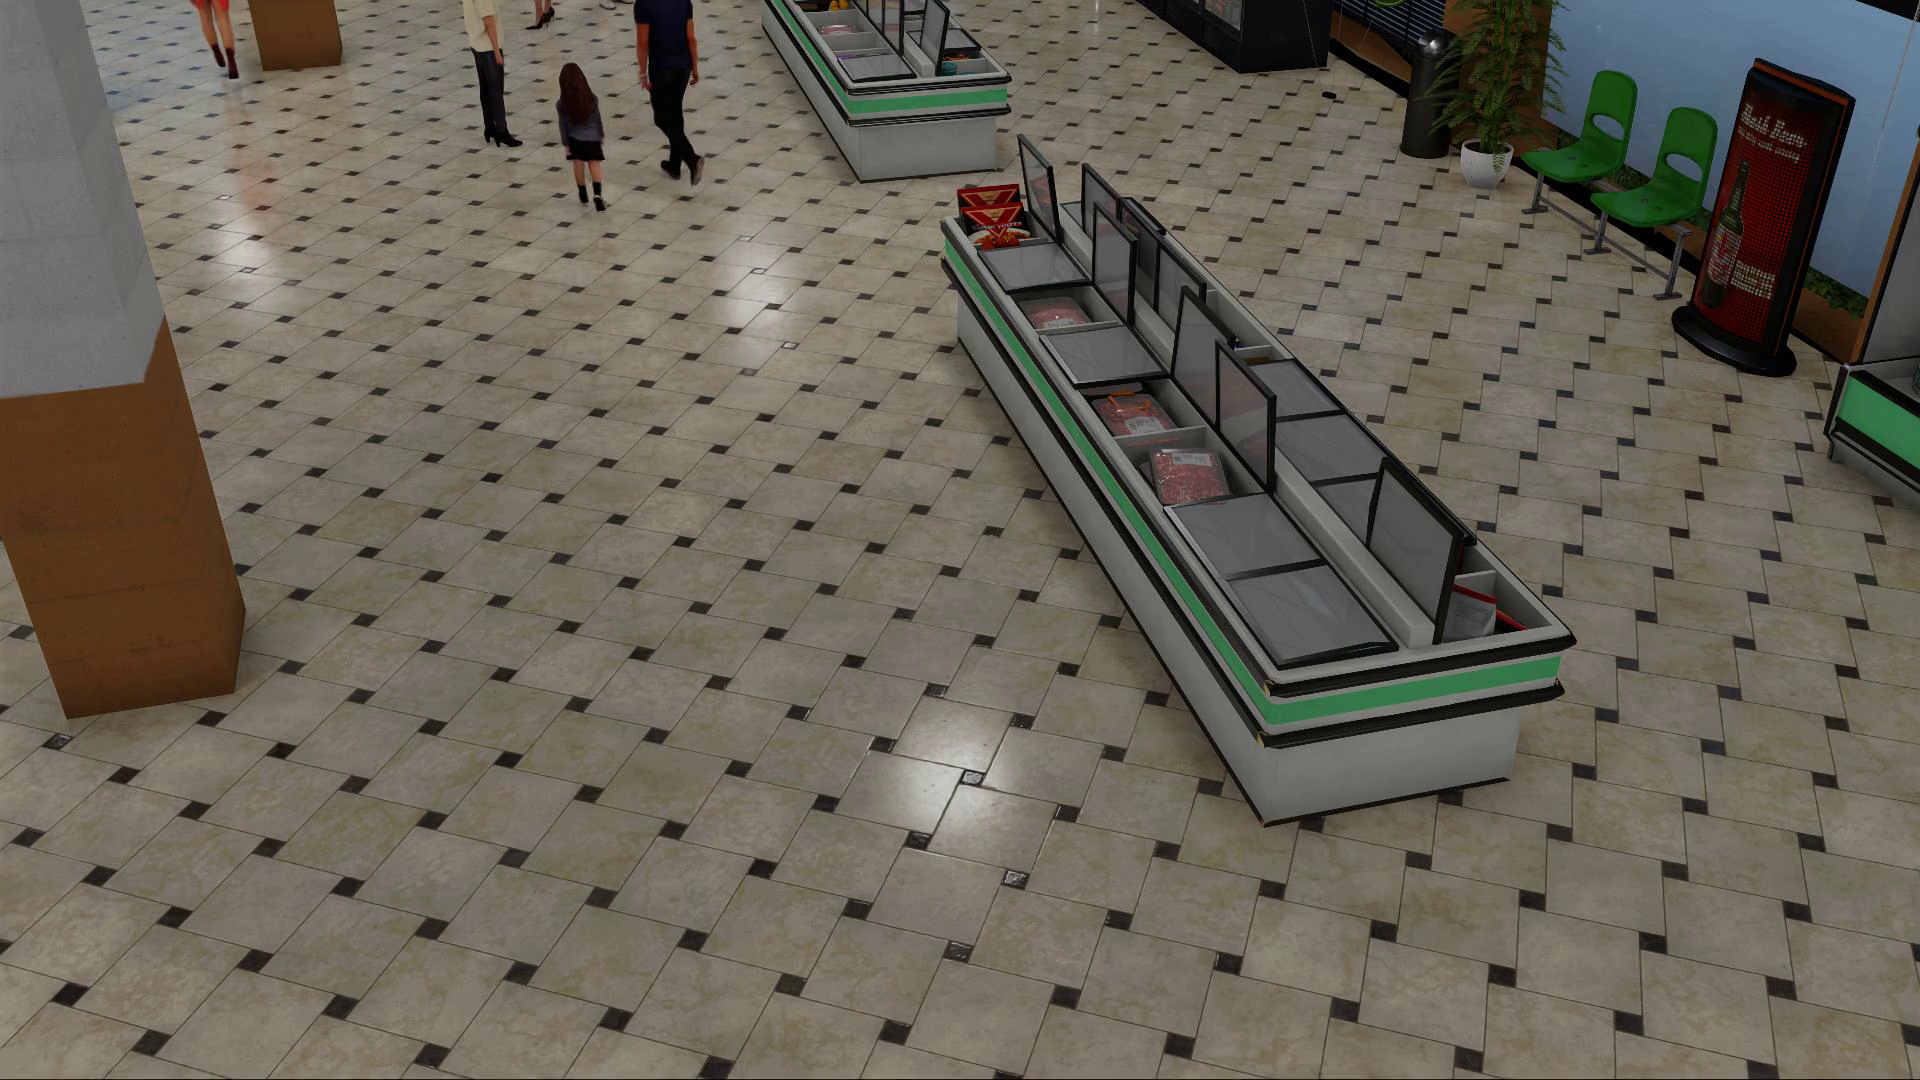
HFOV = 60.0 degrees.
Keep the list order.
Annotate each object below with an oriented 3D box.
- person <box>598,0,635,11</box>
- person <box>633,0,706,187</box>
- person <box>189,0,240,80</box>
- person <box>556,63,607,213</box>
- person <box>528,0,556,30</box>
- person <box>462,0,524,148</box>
[{"bbox_3d":[-3.683,-6.447,17.319,0.728,1.703,0.679,19,37,27],"label":"person"},{"bbox_3d":[-2.163,-3.523,12.559,0.890,1.767,1.102,-21,38,-30],"label":"person"},{"bbox_3d":[-6.762,-4.992,15.005,0.736,1.678,1.183,-15,35,-22],"label":"person"},{"bbox_3d":[-2.778,-2.962,12.298,0.487,1.091,0.728,-10,33,-15],"label":"person"},{"bbox_3d":[-4.301,-6.021,16.574,0.720,1.767,0.603,6,32,9],"label":"person"},{"bbox_3d":[-3.840,-3.993,13.493,0.712,1.580,0.547,-21,38,-30],"label":"person"}]
